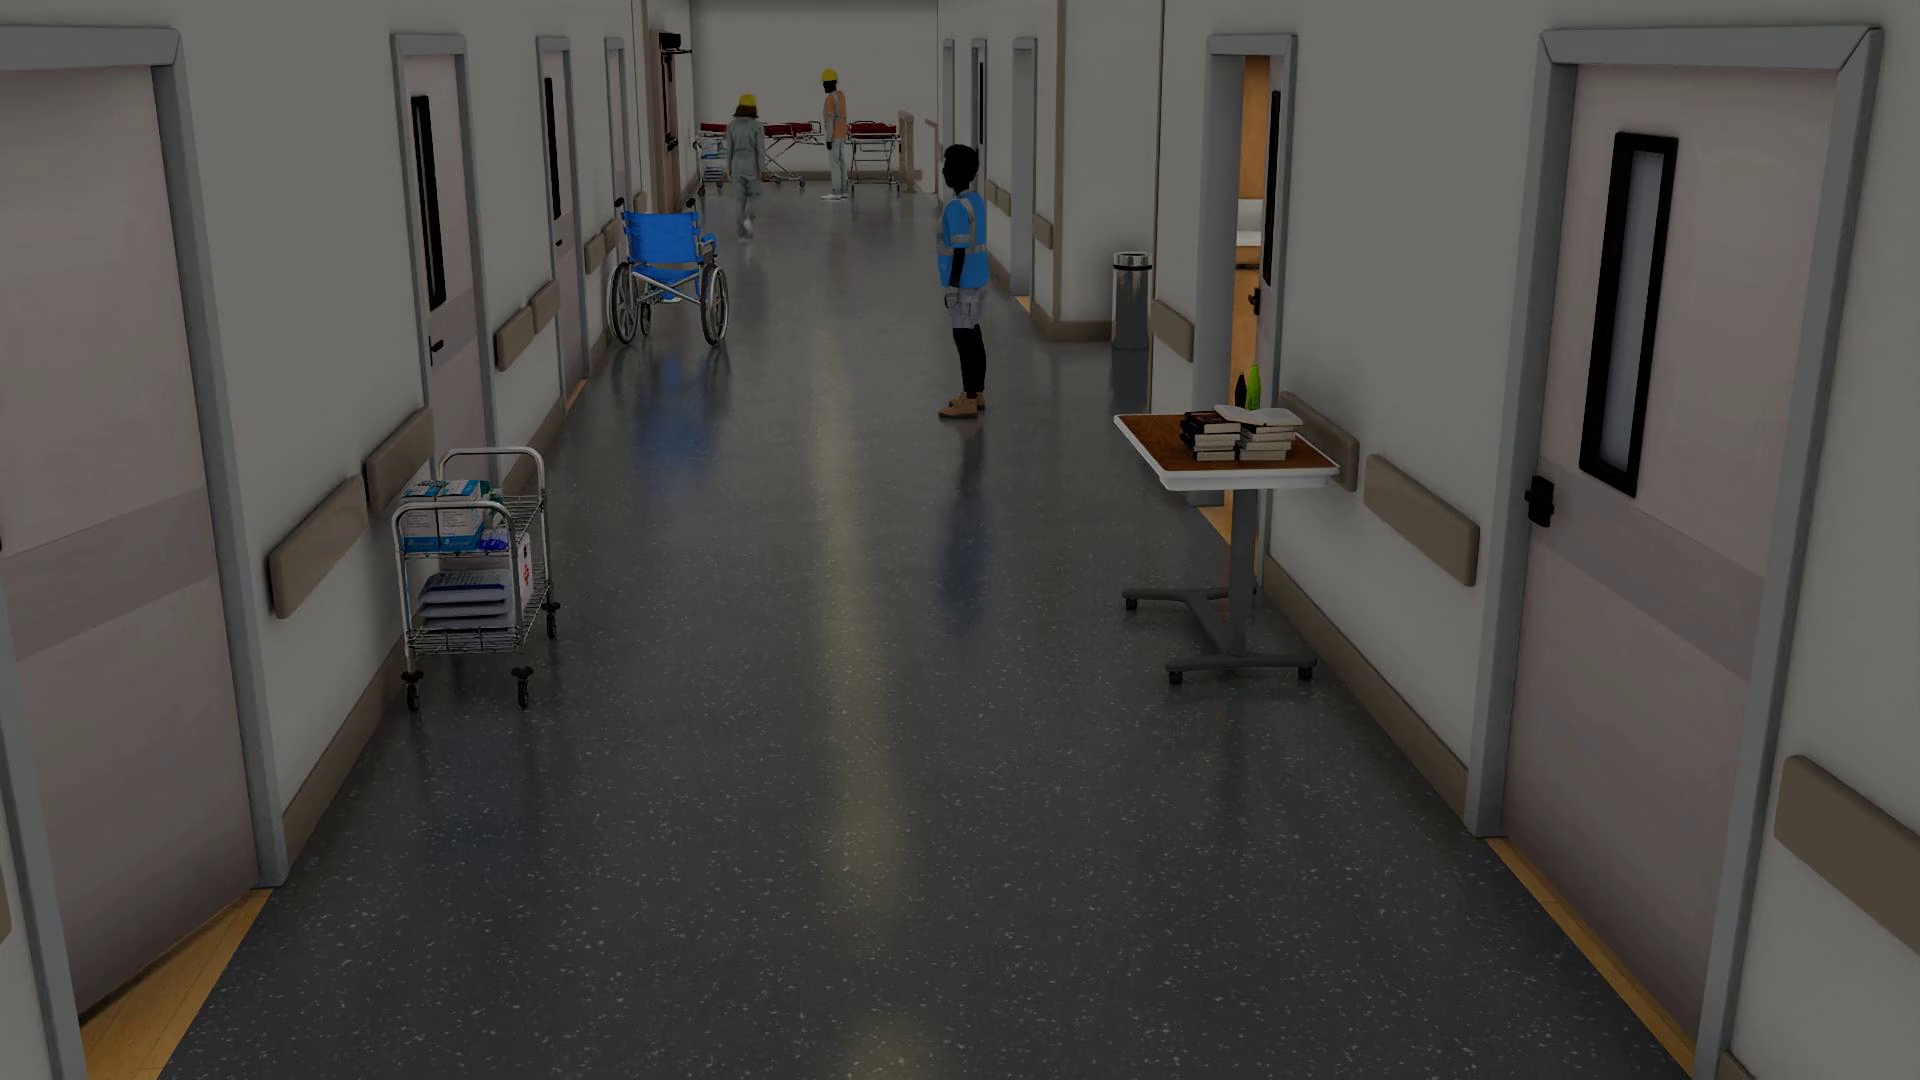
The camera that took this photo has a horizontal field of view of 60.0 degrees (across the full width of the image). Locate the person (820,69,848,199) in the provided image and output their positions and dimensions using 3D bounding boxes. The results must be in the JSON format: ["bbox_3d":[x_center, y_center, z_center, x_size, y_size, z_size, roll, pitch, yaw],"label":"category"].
[{"bbox_3d":[-1.910,-6.108,25.079,0.393,1.918,0.585,5,17,15],"label":"person"}]

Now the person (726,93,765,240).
[{"bbox_3d":[-2.549,-4.428,19.789,0.504,1.725,0.473,4,17,13],"label":"person"}]

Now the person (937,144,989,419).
[{"bbox_3d":[0.016,-1.611,10.422,0.317,1.695,0.540,4,17,14],"label":"person"}]
